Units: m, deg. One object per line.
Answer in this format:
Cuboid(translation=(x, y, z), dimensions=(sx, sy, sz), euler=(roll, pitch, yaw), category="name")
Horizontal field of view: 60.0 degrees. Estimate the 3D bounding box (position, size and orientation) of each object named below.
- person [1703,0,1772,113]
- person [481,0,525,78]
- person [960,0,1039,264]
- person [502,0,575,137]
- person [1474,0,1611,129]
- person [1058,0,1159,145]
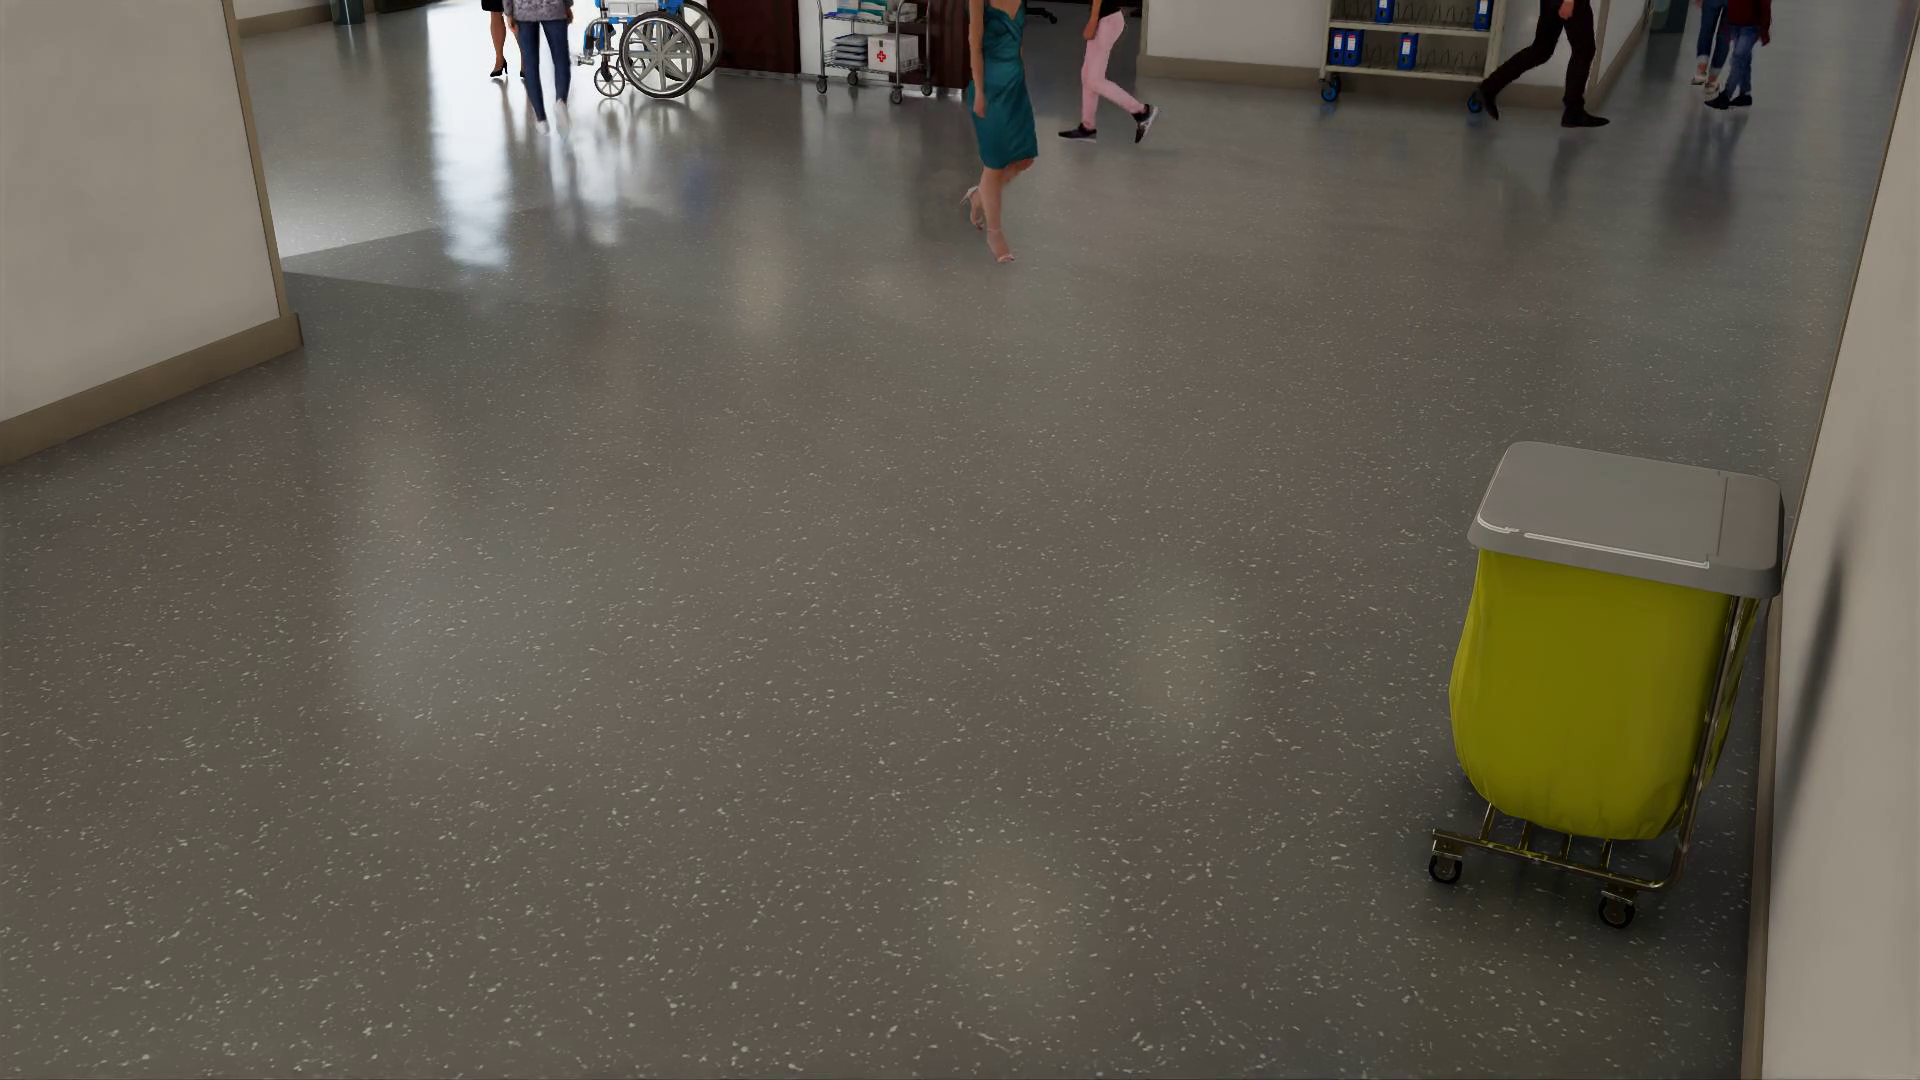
Cuboid(translation=(5.689, -3.691, 11.929), dimensions=(0.831, 1.229, 0.758), euler=(-8, 27, -16), category="person")
Cuboid(translation=(-3.620, -4.524, 13.150), dimensions=(0.700, 1.670, 0.837), euler=(2, 26, 3), category="person")
Cuboid(translation=(0.140, -2.245, 8.420), dimensions=(0.701, 1.674, 0.802), euler=(-21, 33, -37), category="person")
Cuboid(translation=(-2.776, -3.506, 10.982), dimensions=(1.027, 1.718, 1.055), euler=(-7, 27, -15), category="person")
Cuboid(translation=(4.031, -3.726, 11.306), dimensions=(1.251, 1.833, 0.996), euler=(-1, 26, -1), category="person")
Cuboid(translation=(0.994, -3.328, 10.815), dimensions=(0.939, 1.545, 0.647), euler=(6, 26, 12), category="person")
